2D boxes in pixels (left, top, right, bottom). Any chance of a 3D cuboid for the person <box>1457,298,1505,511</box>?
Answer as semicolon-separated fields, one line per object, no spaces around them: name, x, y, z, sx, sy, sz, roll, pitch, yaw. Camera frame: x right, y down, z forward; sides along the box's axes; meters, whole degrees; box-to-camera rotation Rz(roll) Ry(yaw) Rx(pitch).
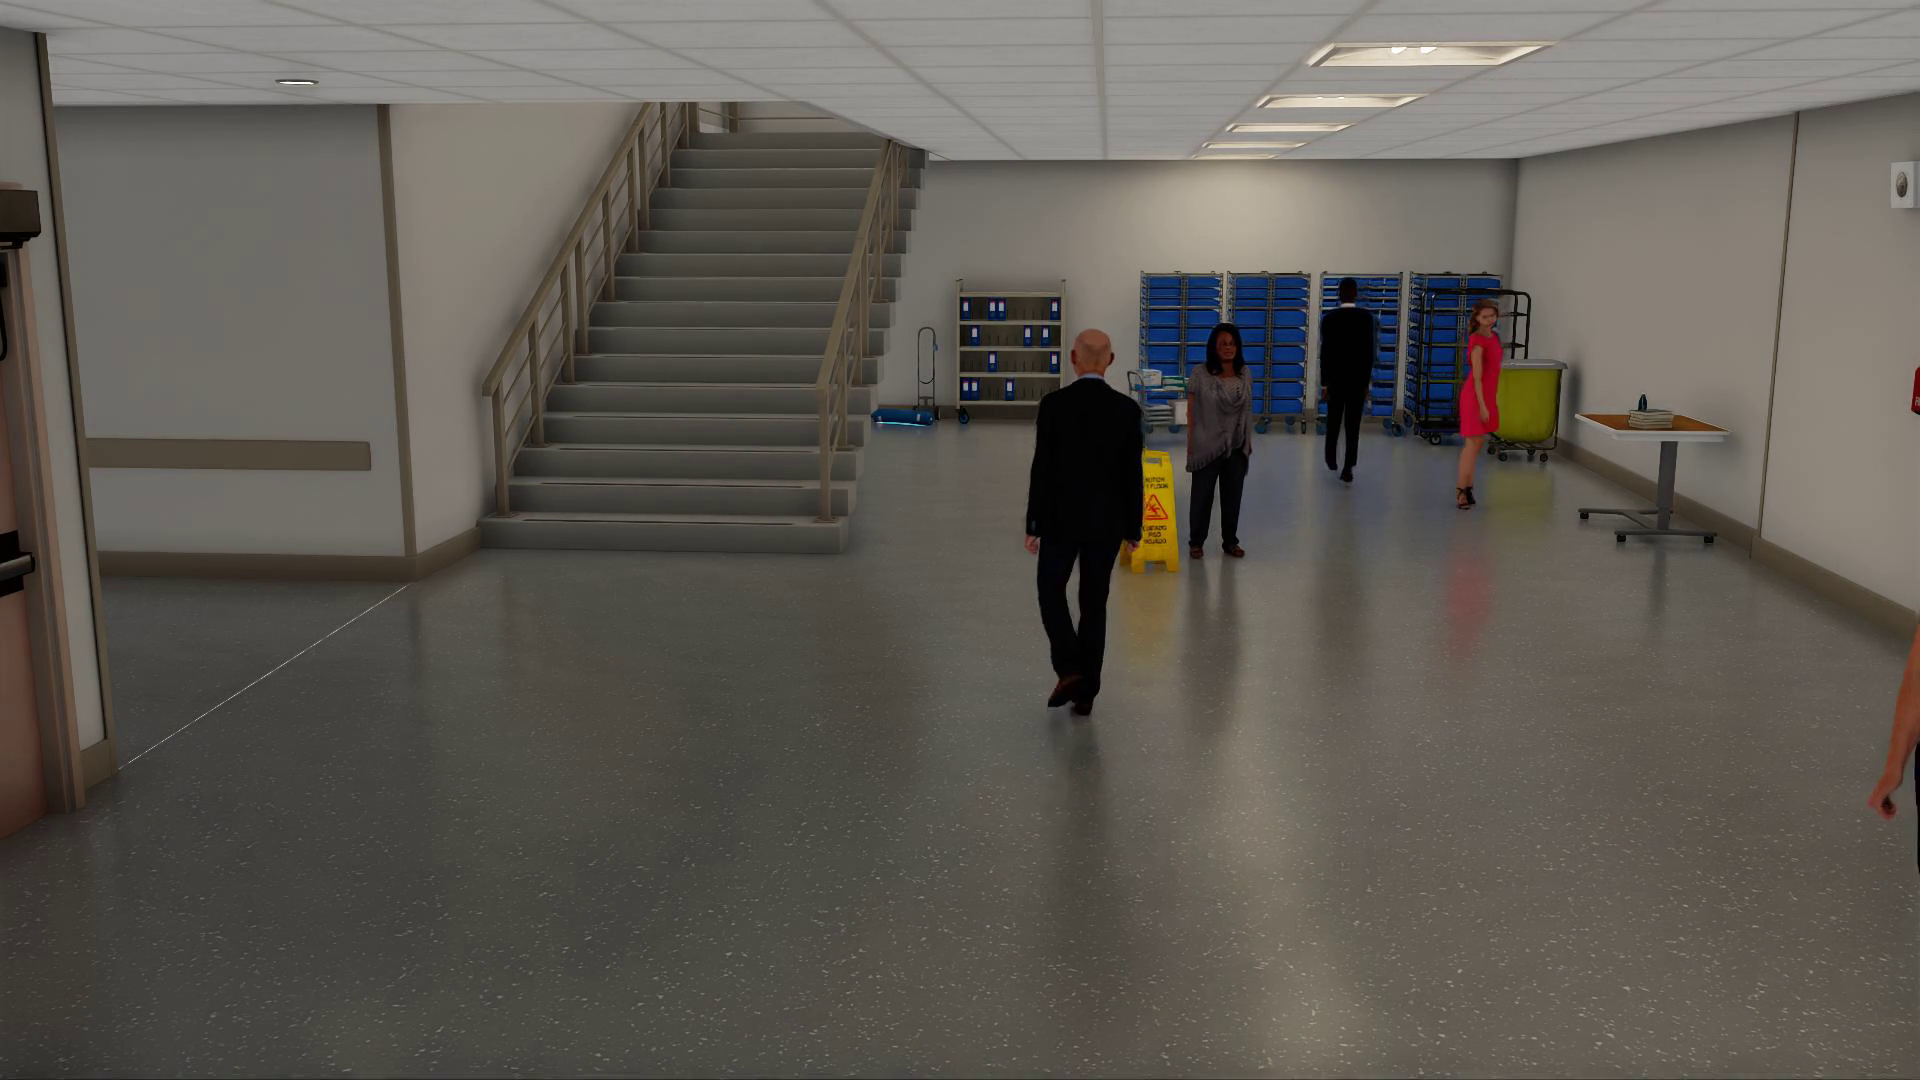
person;4.162;-1.109;13.420;0.805;1.690;0.638;3;11;18

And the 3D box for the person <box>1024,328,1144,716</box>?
person;0.570;-0.056;7.600;0.772;1.791;0.755;-1;11;-5

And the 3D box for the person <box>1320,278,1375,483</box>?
person;3.406;-1.359;14.558;0.629;1.757;1.177;1;11;6

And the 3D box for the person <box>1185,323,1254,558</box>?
person;1.791;-0.692;11.440;0.708;1.608;0.741;-2;11;-11
